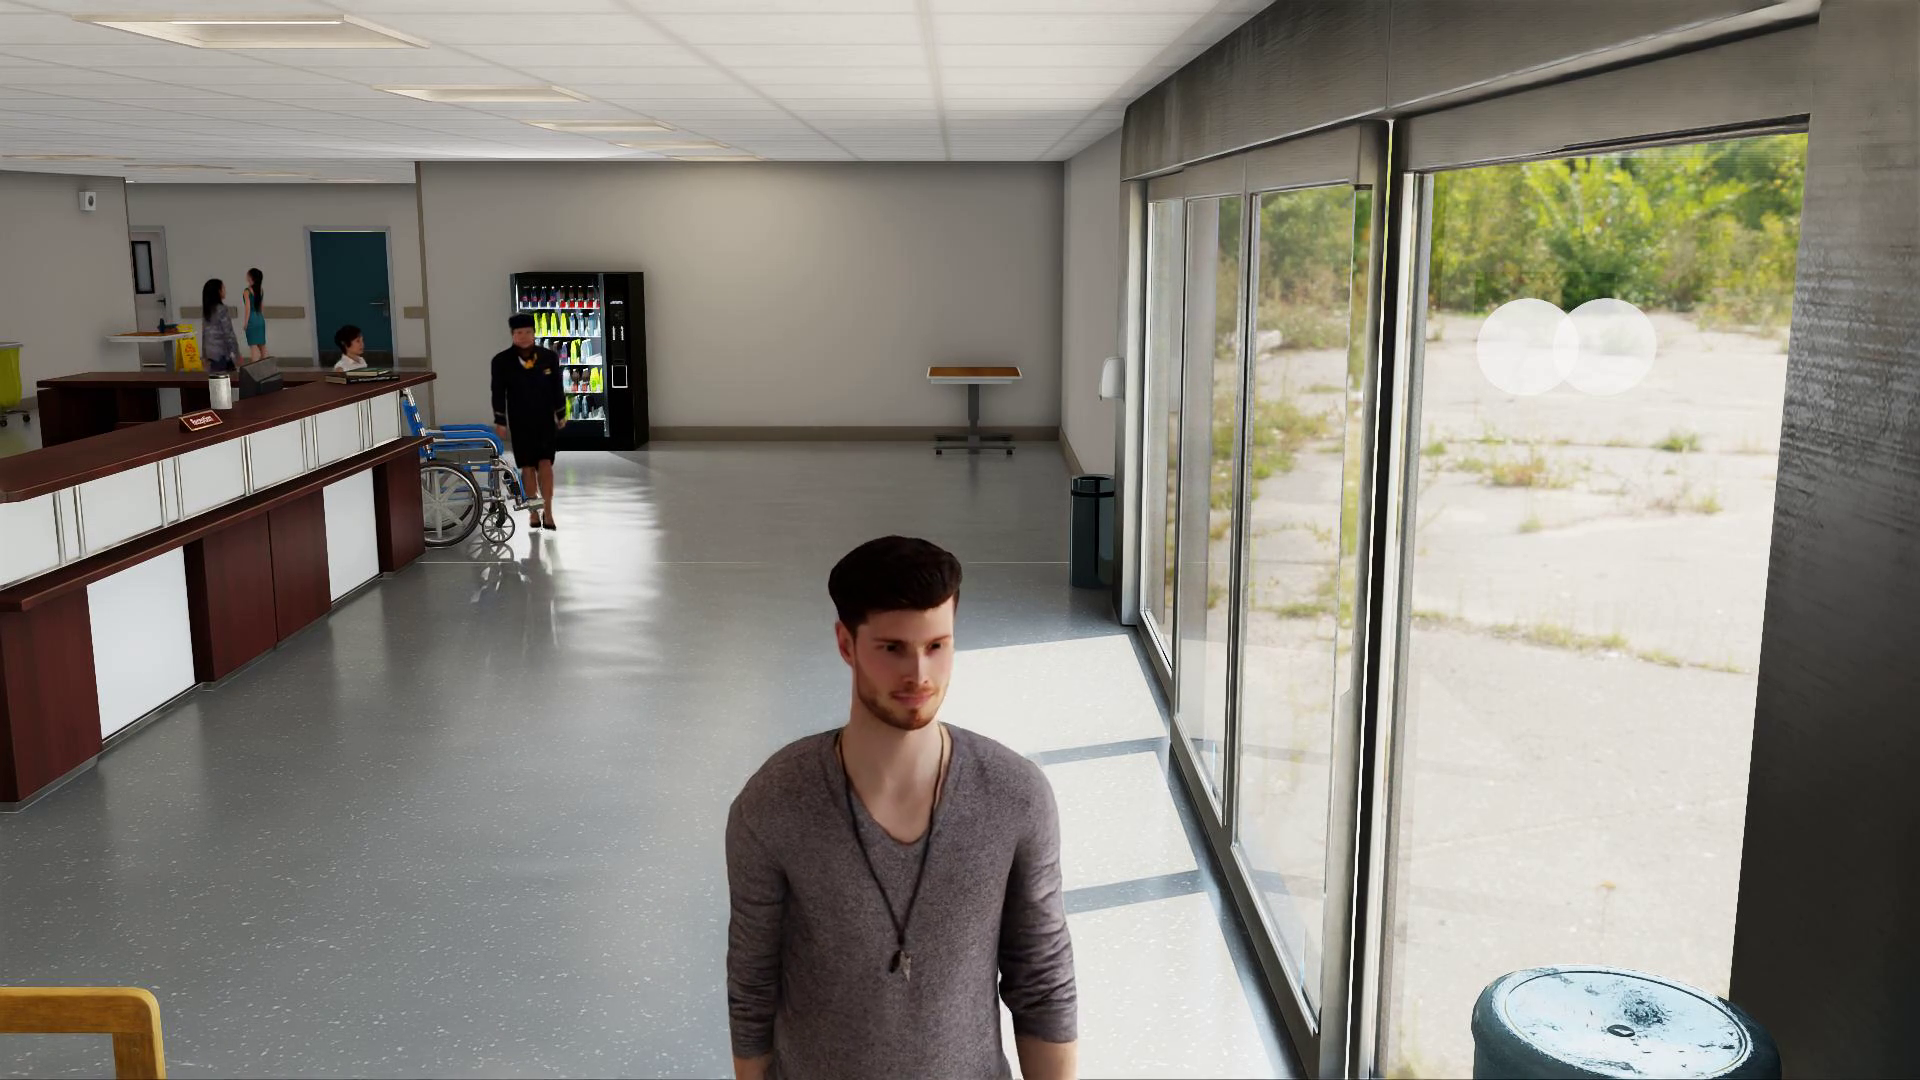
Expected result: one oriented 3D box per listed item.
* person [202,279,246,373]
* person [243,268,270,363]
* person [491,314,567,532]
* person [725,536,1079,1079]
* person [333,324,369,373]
[{"bbox_3d":[-8.449,-2.056,18.783,1.175,1.688,1.192,9,14,40],"label":"person"},{"bbox_3d":[-10.679,-3.271,25.199,0.594,1.682,0.605,3,11,17],"label":"person"},{"bbox_3d":[-3.285,-0.892,12.755,0.818,1.648,0.887,-3,11,-16],"label":"person"},{"bbox_3d":[-0.114,0.919,2.629,1.189,1.866,0.904,-2,11,-12],"label":"person"},{"bbox_3d":[-4.904,-0.935,13.320,1.004,1.521,0.584,1,11,4],"label":"person"}]
